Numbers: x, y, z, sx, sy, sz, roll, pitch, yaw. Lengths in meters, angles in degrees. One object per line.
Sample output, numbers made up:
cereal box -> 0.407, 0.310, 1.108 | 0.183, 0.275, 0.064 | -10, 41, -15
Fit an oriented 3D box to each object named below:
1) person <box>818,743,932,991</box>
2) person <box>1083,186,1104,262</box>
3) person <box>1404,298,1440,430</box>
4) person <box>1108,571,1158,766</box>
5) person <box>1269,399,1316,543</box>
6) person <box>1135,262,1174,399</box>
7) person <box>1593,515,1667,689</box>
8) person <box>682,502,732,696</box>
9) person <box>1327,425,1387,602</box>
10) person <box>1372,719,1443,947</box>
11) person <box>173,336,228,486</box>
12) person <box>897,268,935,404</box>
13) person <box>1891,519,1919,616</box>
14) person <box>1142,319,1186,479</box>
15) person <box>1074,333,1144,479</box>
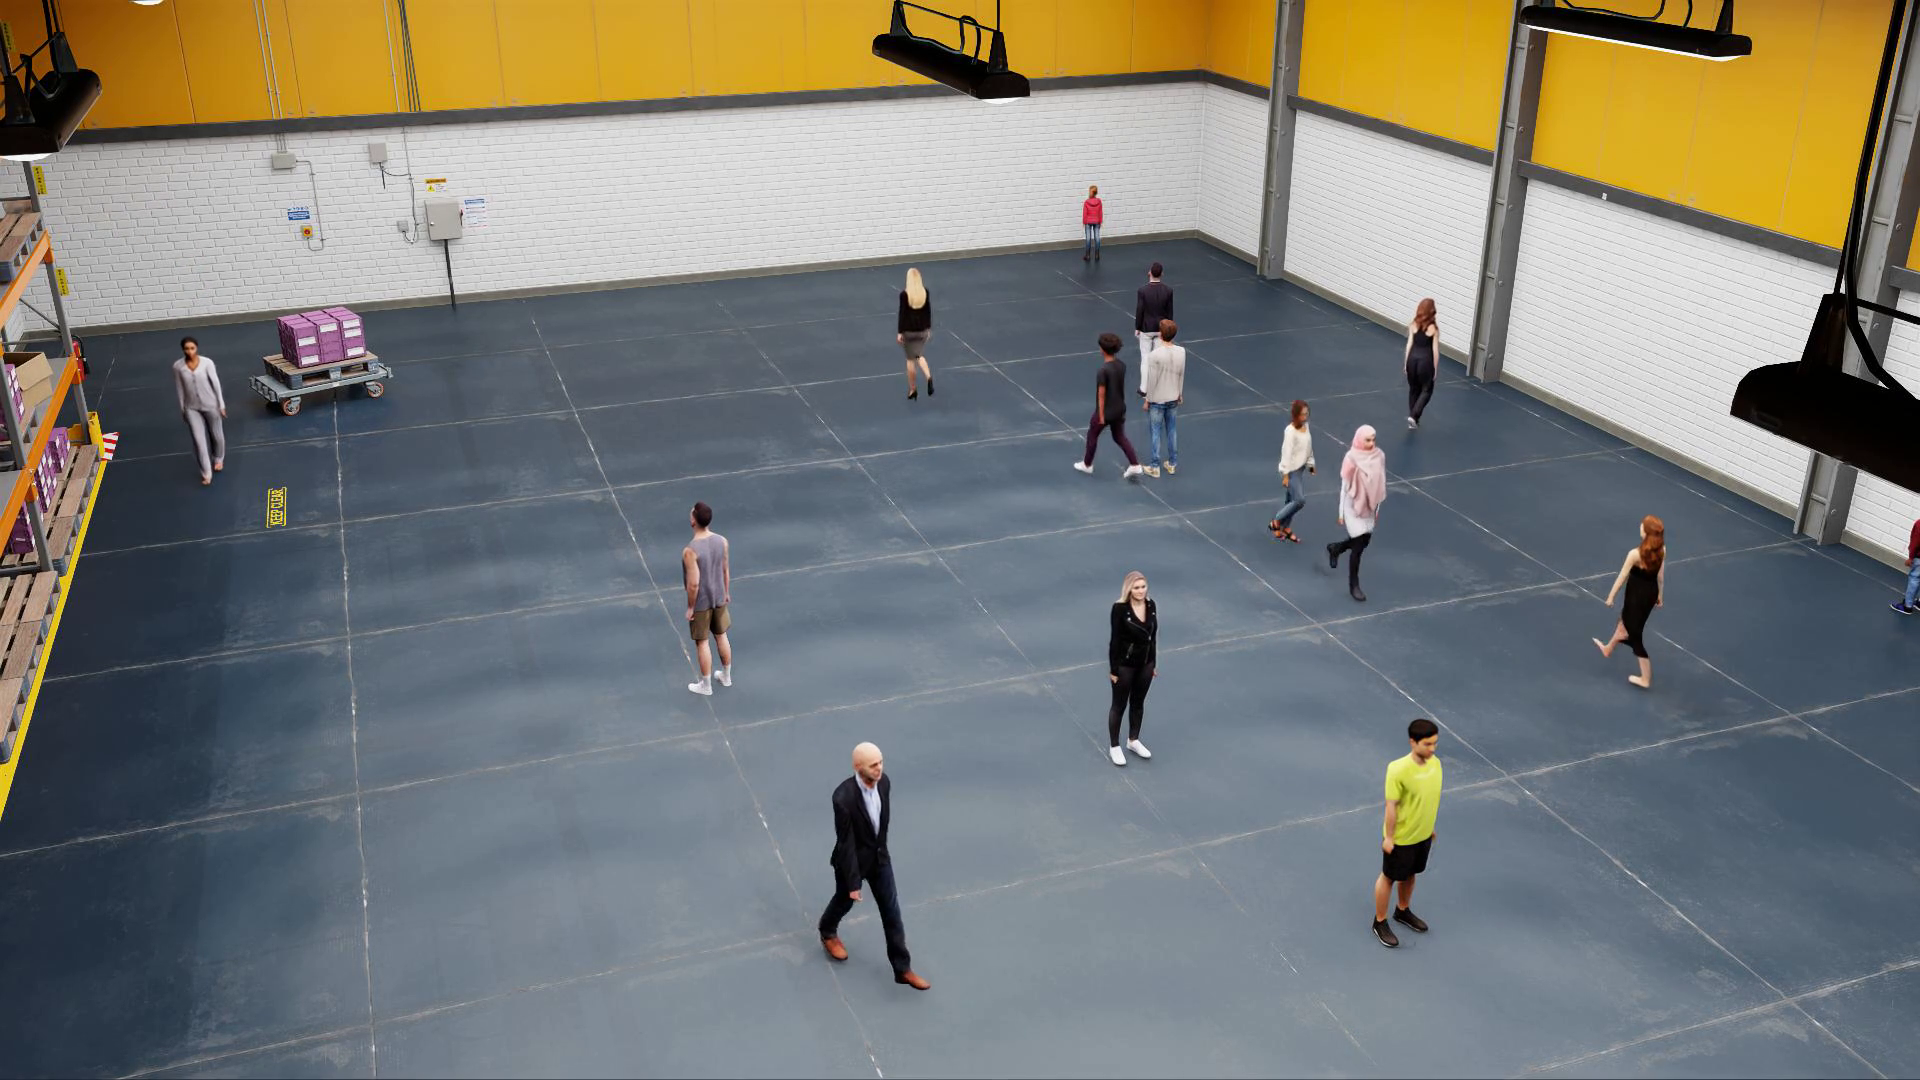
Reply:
person -> -0.715, 2.139, 11.147 | 0.981, 1.757, 1.293 | -20, 31, -38
person -> 2.350, -5.609, 29.424 | 0.558, 1.314, 0.559 | -2, 24, -6
person -> 5.815, -2.196, 21.090 | 0.911, 1.735, 0.941 | 14, 27, 29
person -> 1.417, 1.036, 13.756 | 0.626, 1.687, 0.561 | -11, 26, -24
person -> 3.498, -0.748, 17.866 | 0.821, 1.665, 0.767 | 11, 26, 23
person -> 2.600, -2.834, 22.419 | 0.714, 1.840, 0.627 | -3, 24, -6
person -> 6.156, 0.588, 14.907 | 0.654, 1.588, 1.032 | -10, 26, -22
person -> -2.260, 0.520, 14.828 | 0.722, 1.845, 0.716 | 20, 31, 39
person -> 3.960, -0.316, 16.729 | 0.635, 1.784, 1.005 | -9, 25, -20
person -> 3.107, 1.993, 11.542 | 0.666, 1.708, 0.602 | -14, 27, -29
person -> -8.992, -1.598, 19.745 | 0.644, 1.718, 0.946 | -9, 25, -20
person -> -0.553, -2.682, 22.083 | 0.709, 1.831, 0.846 | -14, 27, -29
person -> 9.503, 0.130, 16.371 | 0.512, 1.254, 0.489 | -7, 24, -15
person -> 2.417, -1.680, 19.699 | 0.691, 1.903, 0.590 | -11, 26, -24
person -> 1.839, -1.542, 19.581 | 1.176, 1.745, 0.901 | 22, 32, 40
